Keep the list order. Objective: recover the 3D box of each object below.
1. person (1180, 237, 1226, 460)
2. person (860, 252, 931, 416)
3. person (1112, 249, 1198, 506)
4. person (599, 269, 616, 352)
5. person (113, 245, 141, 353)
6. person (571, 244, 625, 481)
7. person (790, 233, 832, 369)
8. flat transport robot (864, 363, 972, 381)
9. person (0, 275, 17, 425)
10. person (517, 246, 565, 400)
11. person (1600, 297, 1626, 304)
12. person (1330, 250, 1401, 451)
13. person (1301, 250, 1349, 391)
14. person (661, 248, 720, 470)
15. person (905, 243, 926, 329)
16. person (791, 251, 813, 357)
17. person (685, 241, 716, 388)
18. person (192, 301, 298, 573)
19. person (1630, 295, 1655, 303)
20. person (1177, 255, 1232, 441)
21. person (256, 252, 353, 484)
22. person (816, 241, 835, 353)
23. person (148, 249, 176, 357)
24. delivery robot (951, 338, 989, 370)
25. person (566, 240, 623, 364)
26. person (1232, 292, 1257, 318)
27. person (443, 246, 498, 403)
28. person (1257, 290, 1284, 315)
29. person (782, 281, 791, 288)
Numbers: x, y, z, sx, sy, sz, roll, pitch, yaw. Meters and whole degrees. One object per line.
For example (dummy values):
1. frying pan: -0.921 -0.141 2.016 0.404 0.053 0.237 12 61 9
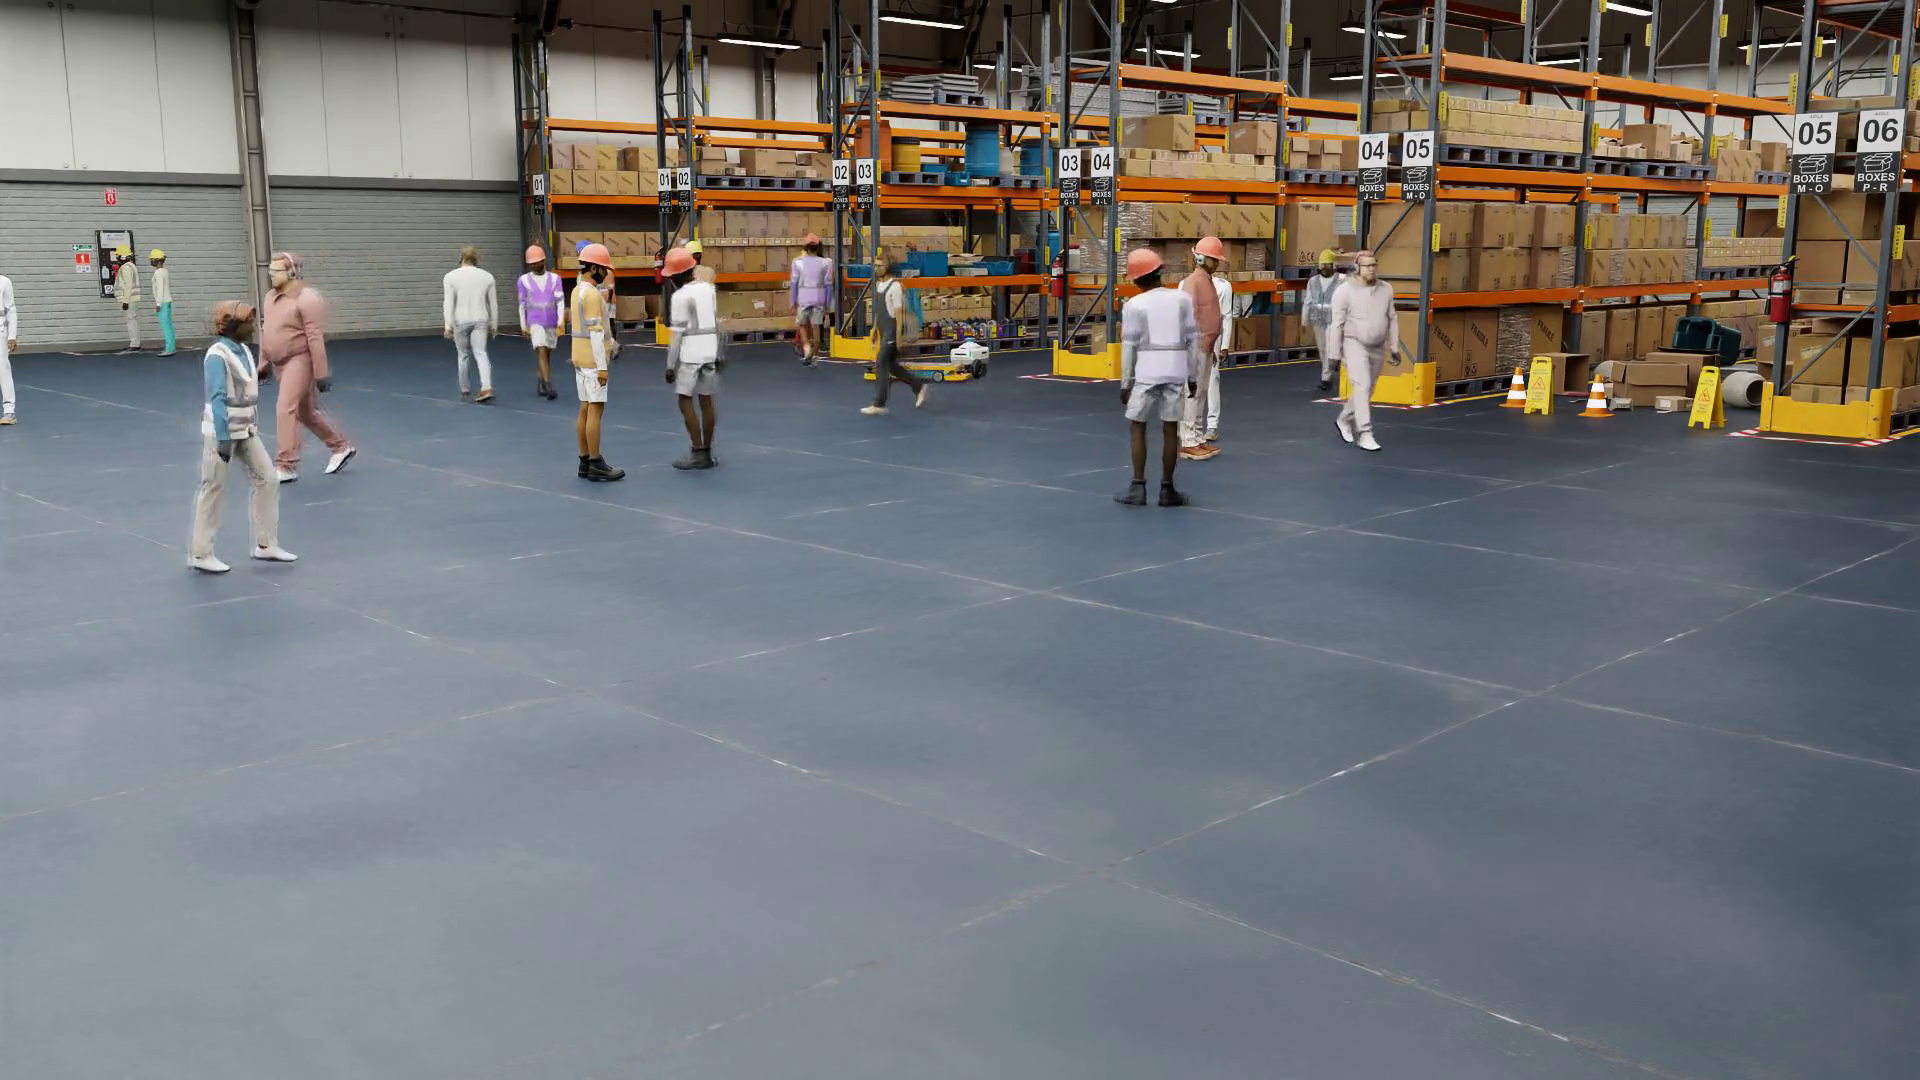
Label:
1. person: 2.197 -1.740 15.068 0.393 1.985 0.611 5 11 24
2. person: -0.721 -2.328 18.739 0.813 1.820 0.523 -4 11 -20
3. person: 1.448 -1.187 12.314 0.662 1.894 0.386 -1 10 -7
4. person: -6.092 -4.084 28.647 0.319 1.692 0.533 -5 12 -27
5. person: -14.260 -4.127 28.489 0.403 1.837 0.586 -4 11 -18
6. person: -3.009 -1.468 13.738 0.372 1.929 0.543 -5 12 -27
7. person: -2.255 -3.614 25.164 0.644 2.029 0.420 -2 11 -11
8. flat transport robot: -0.576 -2.362 23.253 1.431 0.197 0.652 1 11 8
9. person: -10.326 -2.165 17.659 0.586 1.882 0.342 -1 10 -6
10. person: -5.176 -2.691 20.568 0.541 1.877 1.013 -5 11 -25
11. person: 11.740 -4.339 29.896 0.483 1.745 0.299 9 14 41
12. person: 3.832 -1.828 15.870 0.642 1.872 0.910 -4 11 -22
13. person: 4.676 -2.816 21.439 0.627 1.794 0.855 7 13 34
14. person: -2.281 -1.545 14.281 0.379 1.891 0.663 6 12 29
15. person: -0.892 -4.921 32.806 0.390 1.841 0.564 -7 12 -33
16. person: -2.512 -3.859 27.242 0.362 1.751 0.548 10 14 43
17. person: -3.433 -2.932 21.733 0.377 1.922 0.594 6 12 32
18. person: -4.320 -0.621 9.983 0.683 1.606 0.548 0 10 0
19. person: 14.126 -5.114 34.465 0.530 1.609 0.386 3 11 17
20. person: 2.374 -1.923 16.344 0.584 1.882 0.347 6 12 28
21. person: -5.463 -1.443 13.775 0.643 1.871 0.928 9 14 40
22. person: -2.330 -4.159 28.473 0.699 1.916 0.488 -6 12 -29
23. person: -13.296 -3.944 27.684 0.311 1.768 0.533 -3 11 -14
24. delivery robot: 0.146 -2.647 23.780 0.477 0.478 0.707 4 11 23
25. person: -5.773 -3.726 26.078 0.791 1.926 0.613 0 10 0
26. person: 5.308 -4.601 31.060 0.429 1.842 0.635 -9 14 -40
27. person: -5.914 -2.606 20.141 0.675 1.878 1.007 -5 11 -25
28. person: 6.202 -5.030 33.112 0.616 1.954 0.953 8 13 36
29. person: -3.509 -5.195 33.917 1.041 1.990 0.617 -10 14 -43
